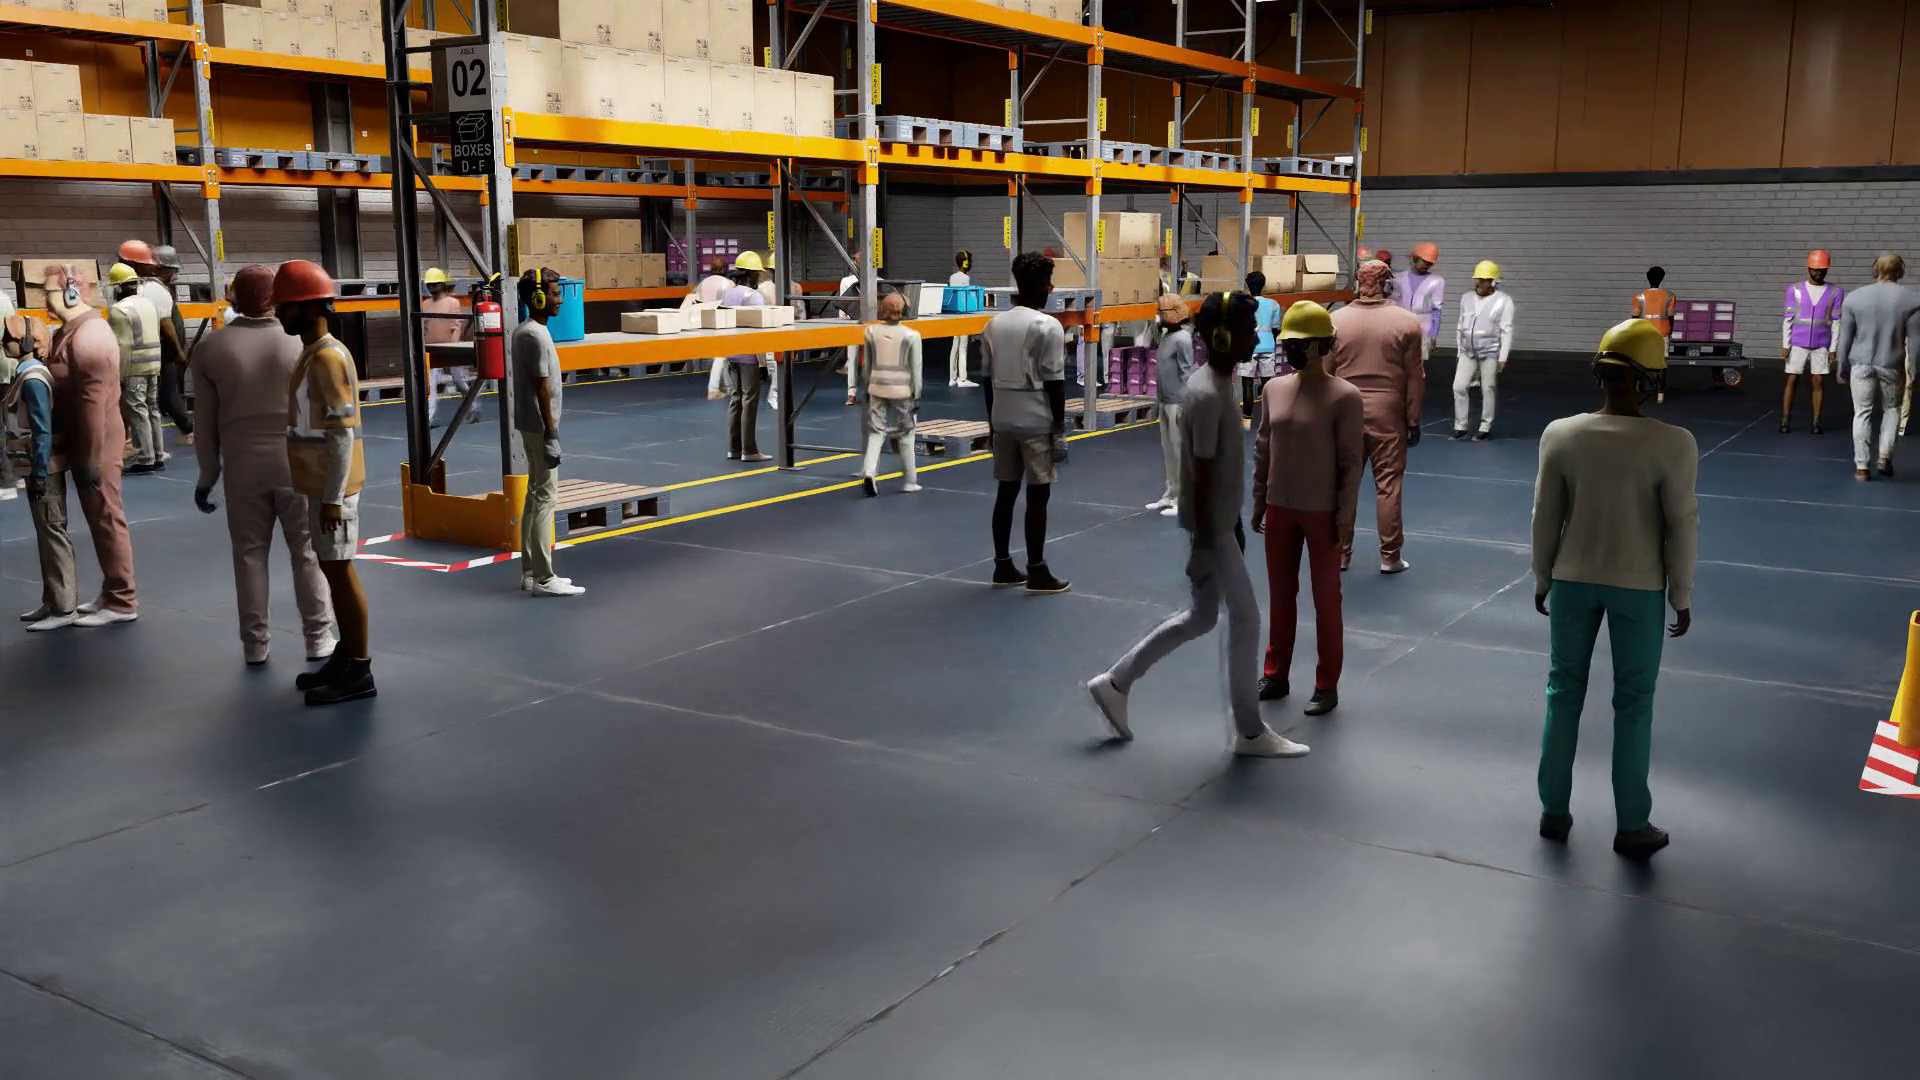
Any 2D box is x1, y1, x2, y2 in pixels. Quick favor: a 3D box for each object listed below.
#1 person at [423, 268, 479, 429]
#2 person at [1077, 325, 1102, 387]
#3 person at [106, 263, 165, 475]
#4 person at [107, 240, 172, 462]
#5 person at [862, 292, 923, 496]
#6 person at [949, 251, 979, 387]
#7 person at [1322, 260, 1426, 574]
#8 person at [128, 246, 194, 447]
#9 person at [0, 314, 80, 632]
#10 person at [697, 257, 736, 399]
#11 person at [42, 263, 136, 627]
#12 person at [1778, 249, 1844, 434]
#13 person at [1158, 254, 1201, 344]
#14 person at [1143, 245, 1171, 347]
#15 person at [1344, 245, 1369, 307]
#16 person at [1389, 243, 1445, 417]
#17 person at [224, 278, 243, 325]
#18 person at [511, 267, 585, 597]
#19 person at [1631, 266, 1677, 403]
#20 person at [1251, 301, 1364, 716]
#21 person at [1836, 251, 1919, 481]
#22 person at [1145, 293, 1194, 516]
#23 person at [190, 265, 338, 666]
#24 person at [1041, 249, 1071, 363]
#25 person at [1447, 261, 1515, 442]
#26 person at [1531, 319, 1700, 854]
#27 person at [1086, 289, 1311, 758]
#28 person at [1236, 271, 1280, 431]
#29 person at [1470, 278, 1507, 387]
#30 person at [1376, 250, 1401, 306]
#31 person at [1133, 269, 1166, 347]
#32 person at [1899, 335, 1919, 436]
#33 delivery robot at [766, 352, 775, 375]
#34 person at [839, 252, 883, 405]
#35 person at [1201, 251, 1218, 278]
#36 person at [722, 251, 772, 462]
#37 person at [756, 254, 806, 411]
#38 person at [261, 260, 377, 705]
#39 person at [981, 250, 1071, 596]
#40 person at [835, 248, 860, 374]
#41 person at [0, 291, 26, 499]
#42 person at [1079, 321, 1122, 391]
[{"bbox_3d":[-5.568,-2.087,18.045,0.524,1.731,0.861,3,11,15],"label":"person"},{"bbox_3d":[1.803,-3.085,23.093,0.406,1.911,0.638,0,10,-1],"label":"person"},{"bbox_3d":[-7.136,-1.463,14.368,0.414,1.823,0.607,1,10,4],"label":"person"},{"bbox_3d":[-7.551,-1.712,15.226,0.635,2.017,0.418,8,13,38],"label":"person"},{"bbox_3d":[-0.541,-1.149,13.159,0.531,1.619,0.650,3,11,17],"label":"person"},{"bbox_3d":[0.031,-3.046,23.004,0.310,1.861,0.533,-6,12,-30],"label":"person"},{"bbox_3d":[2.502,-0.741,10.131,0.636,1.902,0.405,4,11,23],"label":"person"},{"bbox_3d":[-7.752,-1.873,16.007,1.089,2.000,0.690,-5,11,-26],"label":"person"},{"bbox_3d":[-4.805,-0.352,8.684,0.309,1.645,0.514,-6,12,-32],"label":"person"},{"bbox_3d":[-3.035,-2.725,21.410,0.627,1.805,0.831,8,13,38],"label":"person"},{"bbox_3d":[-4.619,-0.500,8.787,0.402,1.905,0.654,-5,11,-27],"label":"person"},{"bbox_3d":[8.873,-2.052,17.341,0.546,1.927,0.410,5,11,24],"label":"person"},{"bbox_3d":[3.028,-3.037,23.051,0.626,1.836,0.430,0,10,1],"label":"person"},{"bbox_3d":[3.043,-3.513,25.373,0.993,1.935,0.619,-6,12,-30],"label":"person"},{"bbox_3d":[6.131,-3.516,25.394,1.028,1.955,0.604,1,10,4],"label":"person"},{"bbox_3d":[5.155,-2.406,19.113,0.782,1.989,0.500,7,12,33],"label":"person"},{"bbox_3d":[-6.753,-1.677,15.840,0.588,1.701,0.551,-1,10,-4],"label":"person"},{"bbox_3d":[-2.375,-0.611,9.491,0.312,1.869,0.538,-5,11,-26],"label":"person"},{"bbox_3d":[8.620,-2.551,20.715,0.530,1.697,0.321,3,11,14],"label":"person"},{"bbox_3d":[1.472,-0.137,7.152,0.315,1.768,0.526,-10,14,-44],"label":"person"},{"bbox_3d":[7.752,-1.463,14.052,0.643,1.920,0.503,6,12,29],"label":"person"},{"bbox_3d":[1.565,-0.998,12.287,0.266,1.631,0.507,-2,10,-13],"label":"person"},{"bbox_3d":[-3.290,-0.344,7.934,0.702,1.905,0.402,-3,11,-17],"label":"person"},{"bbox_3d":[1.461,-3.794,27.130,1.014,1.888,0.541,-7,12,-34],"label":"person"},{"bbox_3d":[5.155,-1.861,16.563,0.628,1.811,0.652,10,14,44],"label":"person"},{"bbox_3d":[2.177,0.151,5.554,0.533,1.767,0.327,9,13,39],"label":"person"},{"bbox_3d":[0.947,-0.056,6.521,0.828,1.838,0.538,1,10,6],"label":"person"},{"bbox_3d":[3.151,-2.009,17.732,0.531,1.692,0.320,-3,11,-18],"label":"person"},{"bbox_3d":[7.258,-2.910,22.883,0.503,1.633,0.280,8,13,39],"label":"person"},{"bbox_3d":[6.984,-3.744,26.887,0.600,1.863,0.979,-5,11,-26],"label":"person"},{"bbox_3d":[2.802,-3.315,24.429,0.640,1.898,1.014,8,13,38],"label":"person"},{"bbox_3d":[9.913,-1.865,17.117,0.496,1.629,0.277,5,12,27],"label":"person"},{"bbox_3d":[-2.738,-2.545,23.593,0.477,0.478,0.707,-3,11,-16],"label":"delivery robot"},{"bbox_3d":[-1.194,-2.591,20.424,0.575,1.884,0.355,0,10,-2],"label":"person"},{"bbox_3d":[4.264,-3.932,27.968,0.429,1.845,0.621,3,11,16],"label":"person"},{"bbox_3d":[-1.946,-1.676,15.256,0.392,1.922,0.590,-8,13,-39],"label":"person"},{"bbox_3d":[-2.125,-2.438,19.602,0.599,1.885,0.984,-6,12,-31],"label":"person"},{"bbox_3d":[-2.807,-0.247,7.291,0.370,1.933,0.553,-5,11,-26],"label":"person"},{"bbox_3d":[0.387,-0.667,9.532,0.364,1.962,0.612,-9,14,-41],"label":"person"},{"bbox_3d":[-1.471,-3.494,25.356,0.924,1.913,0.629,-5,11,-26],"label":"person"},{"bbox_3d":[-7.594,-1.306,13.197,0.571,1.938,0.816,-5,11,-25],"label":"person"},{"bbox_3d":[1.887,-2.915,22.359,0.598,1.830,0.403,1,10,5],"label":"person"}]
